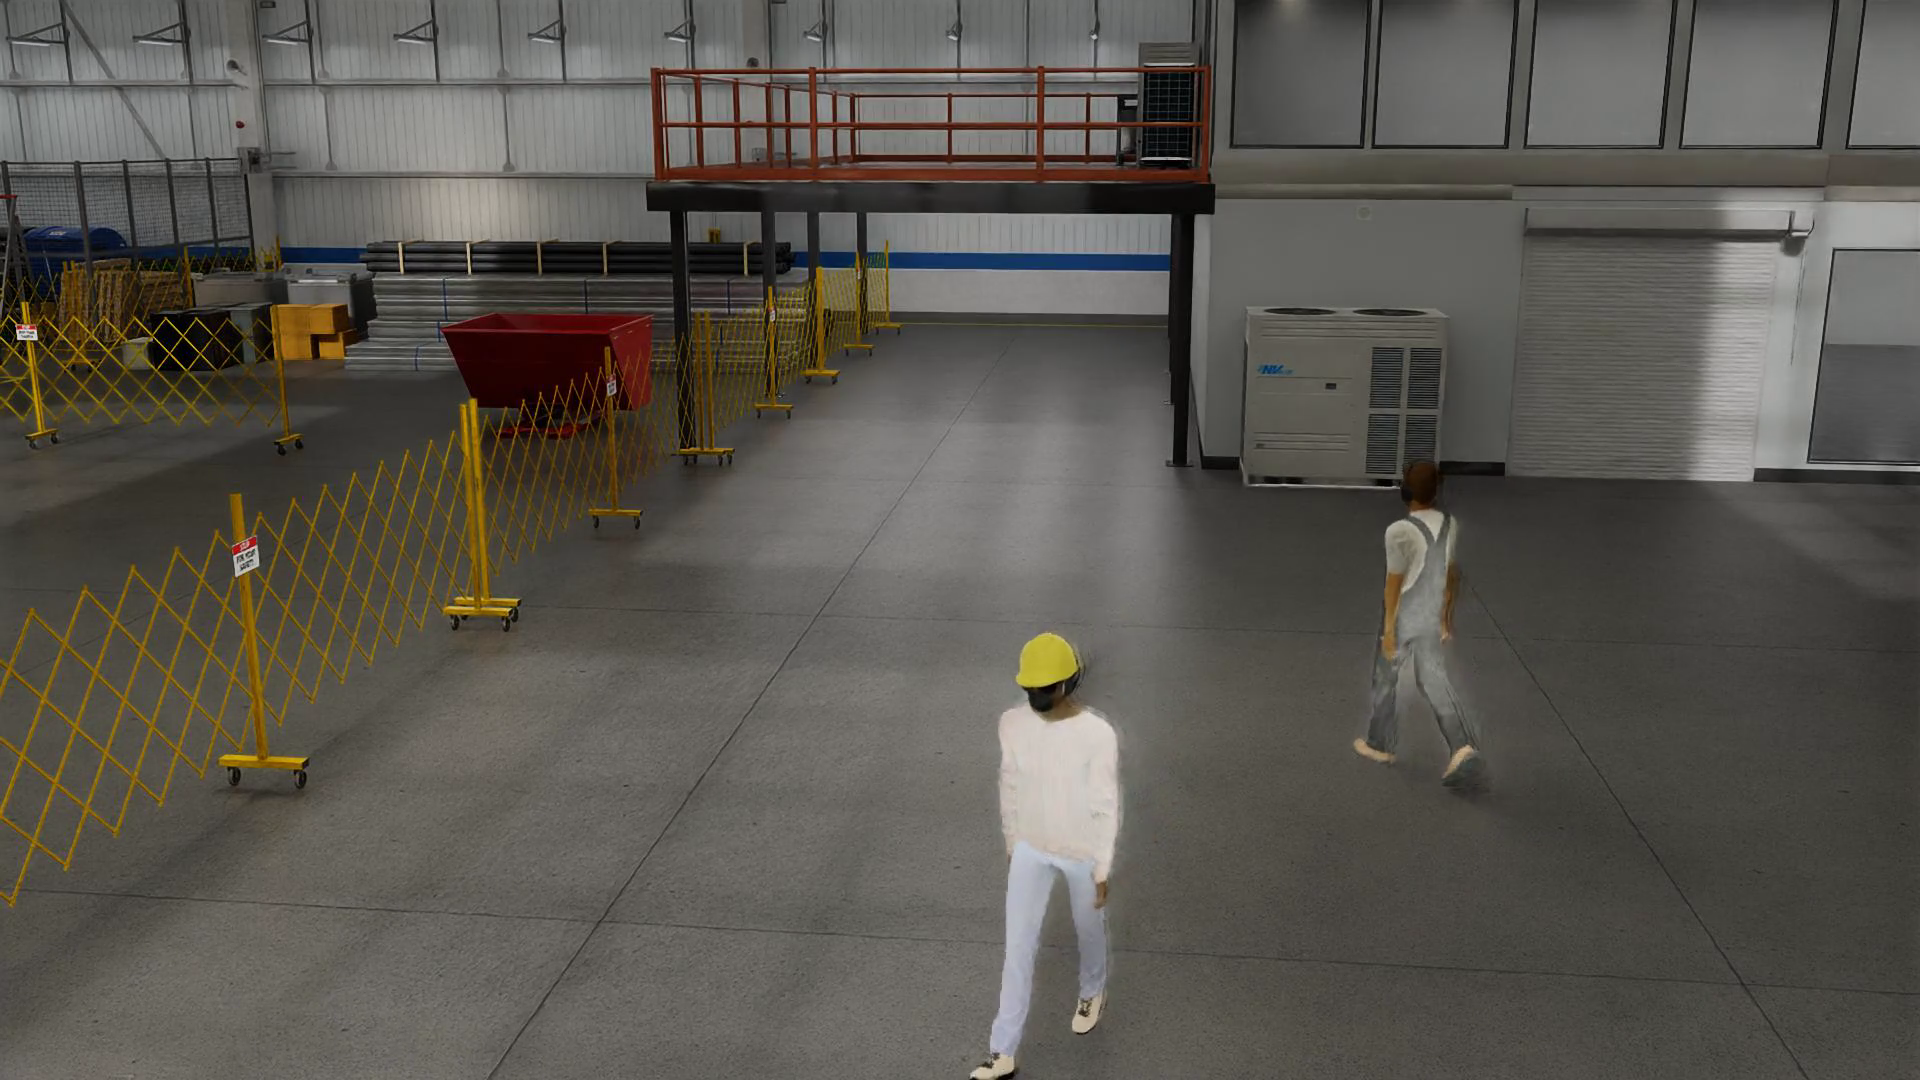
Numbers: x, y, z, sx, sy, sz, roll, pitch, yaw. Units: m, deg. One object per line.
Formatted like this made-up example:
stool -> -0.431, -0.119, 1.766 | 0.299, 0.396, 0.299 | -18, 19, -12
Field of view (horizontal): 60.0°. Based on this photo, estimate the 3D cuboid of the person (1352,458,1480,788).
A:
person -> 2.552, 0.454, 9.167 | 0.516, 1.817, 0.844 | -7, 15, -25

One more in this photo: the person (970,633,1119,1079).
person -> 0.358, 1.188, 6.347 | 0.539, 1.717, 0.901 | 7, 15, 25
